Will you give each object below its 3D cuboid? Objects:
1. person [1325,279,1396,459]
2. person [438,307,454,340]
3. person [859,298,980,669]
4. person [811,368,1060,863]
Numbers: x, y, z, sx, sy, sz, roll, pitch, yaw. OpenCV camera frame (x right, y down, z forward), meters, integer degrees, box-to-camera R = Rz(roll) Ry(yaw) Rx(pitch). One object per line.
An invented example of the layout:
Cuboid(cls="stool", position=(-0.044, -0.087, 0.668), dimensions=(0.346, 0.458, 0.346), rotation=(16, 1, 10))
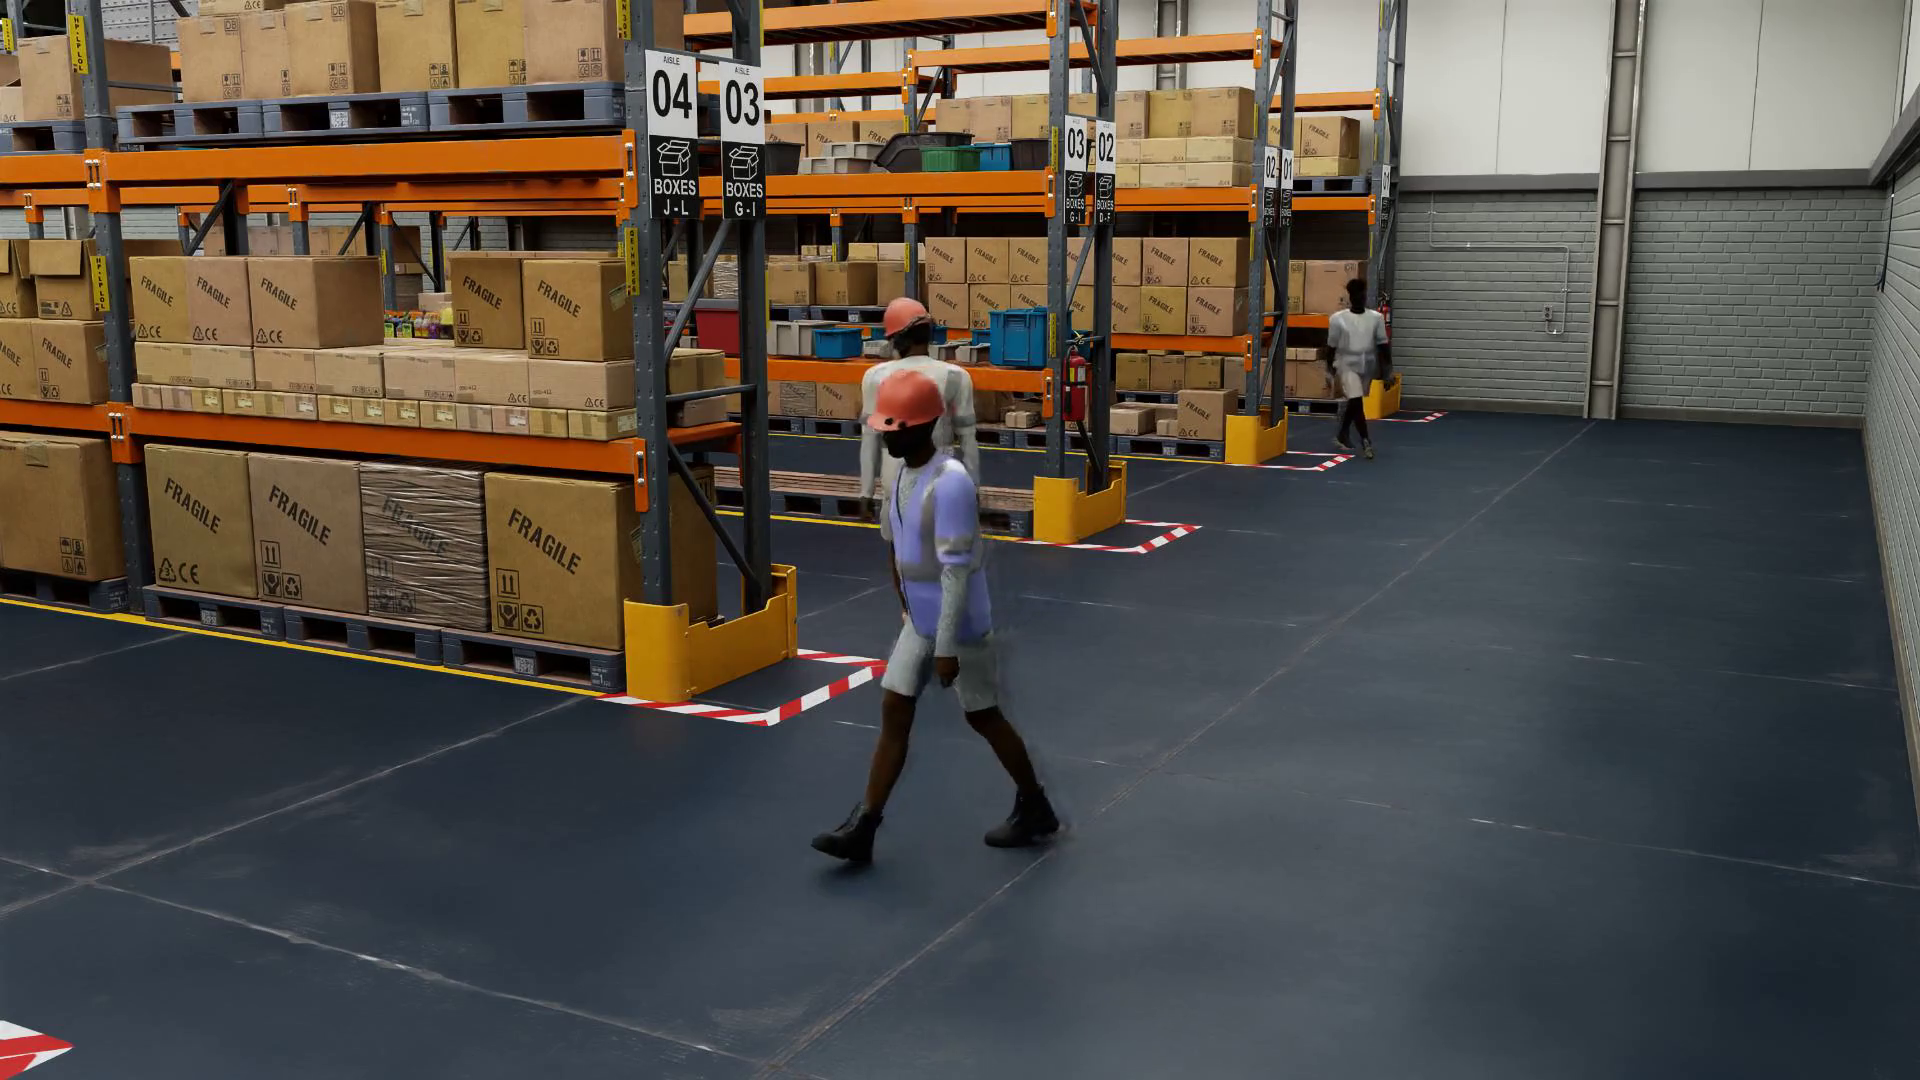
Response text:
Cuboid(cls="person", position=(4.274, -1.851, 17.844), dimensions=(0.716, 1.902, 1.024), rotation=(-2, 11, -9))
Cuboid(cls="person", position=(-4.460, -1.155, 14.451), dimensions=(0.735, 1.745, 0.516), rotation=(5, 11, 25))
Cuboid(cls="person", position=(-0.220, -0.317, 9.148), dimensions=(0.675, 2.005, 0.669), rotation=(-1, 10, -5))
Cuboid(cls="person", position=(-0.072, 0.292, 6.205), dimensions=(1.021, 1.874, 0.587), rotation=(-6, 12, -28))
